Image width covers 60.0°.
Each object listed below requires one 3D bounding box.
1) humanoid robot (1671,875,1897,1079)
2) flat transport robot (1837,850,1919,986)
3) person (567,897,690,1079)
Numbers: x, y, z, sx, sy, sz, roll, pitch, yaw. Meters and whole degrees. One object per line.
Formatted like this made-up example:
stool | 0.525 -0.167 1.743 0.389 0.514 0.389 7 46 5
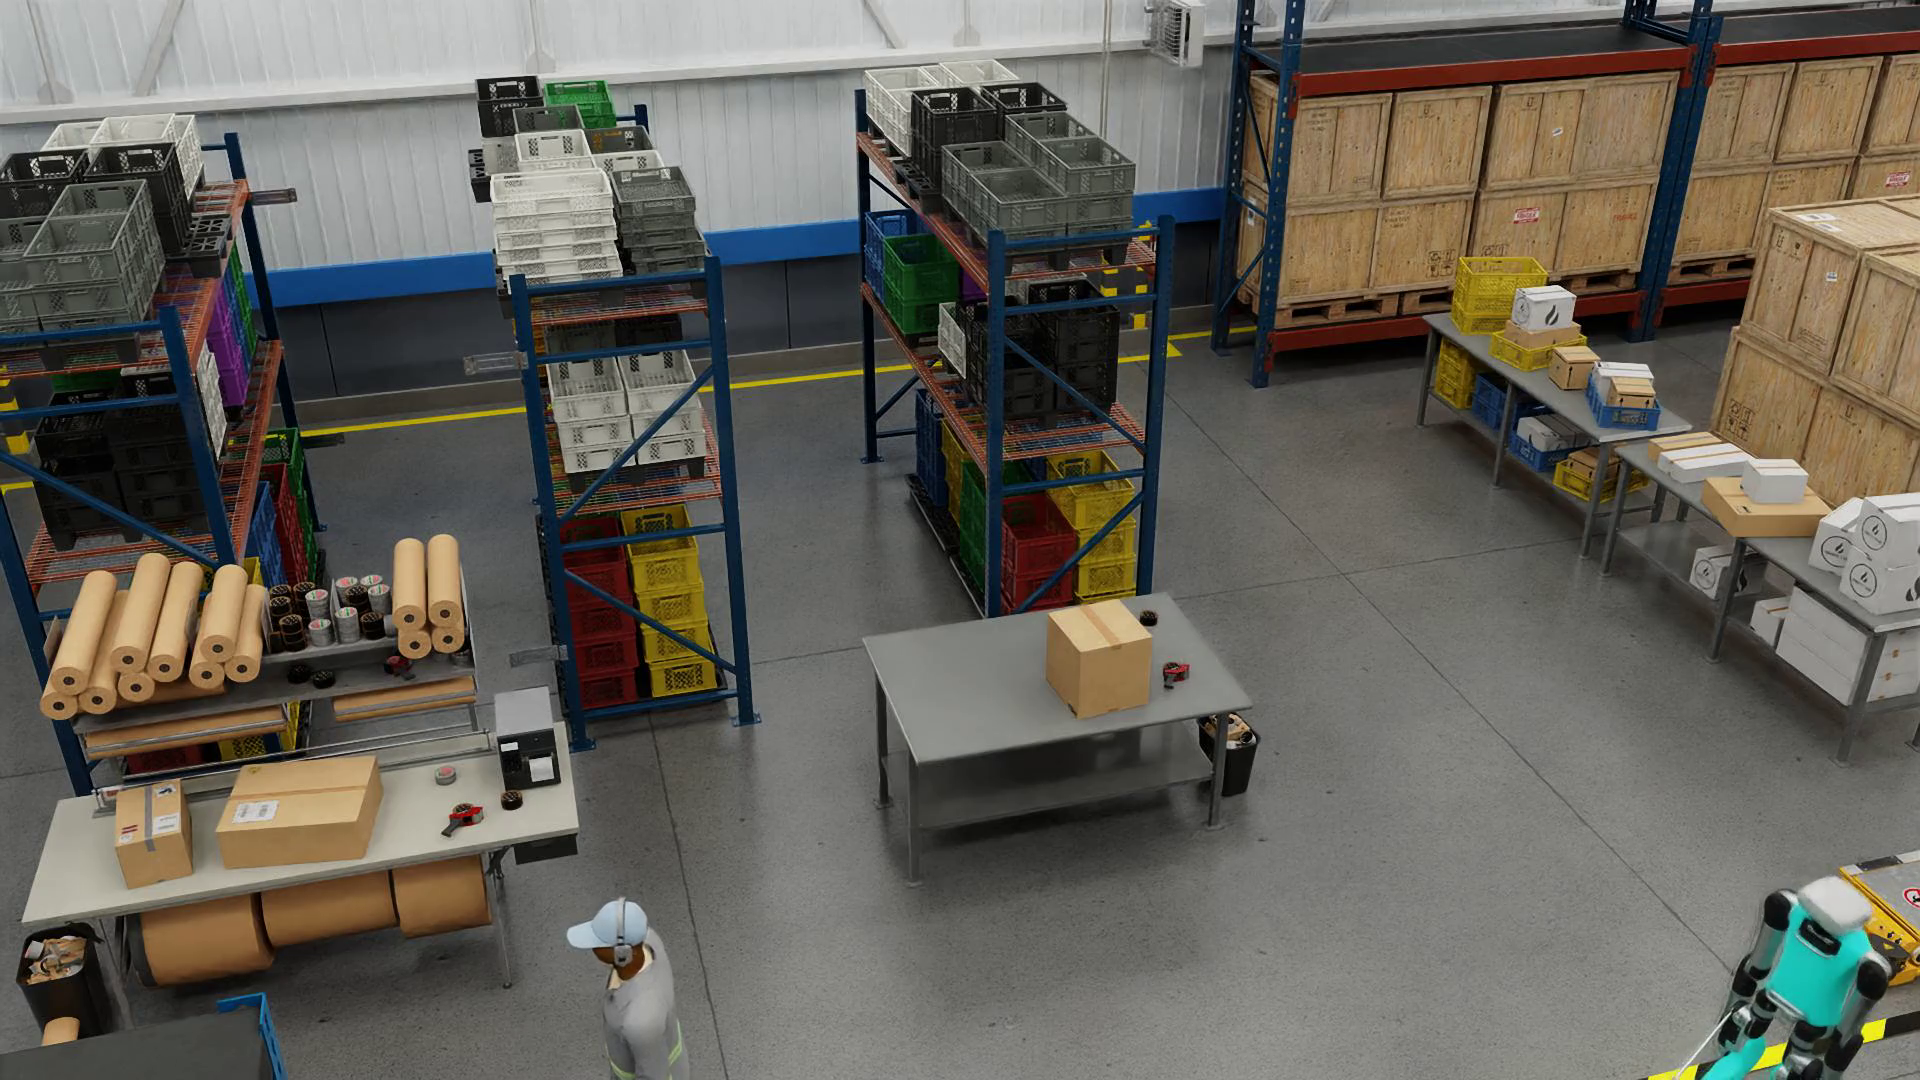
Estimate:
humanoid robot | 3.243 2.138 6.751 1.046 1.739 0.558 -15 32 -26
flat transport robot | 5.163 1.916 8.676 1.431 0.231 0.659 -8 30 -14
person | -1.267 2.152 6.602 0.390 1.853 0.587 -6 29 -11
